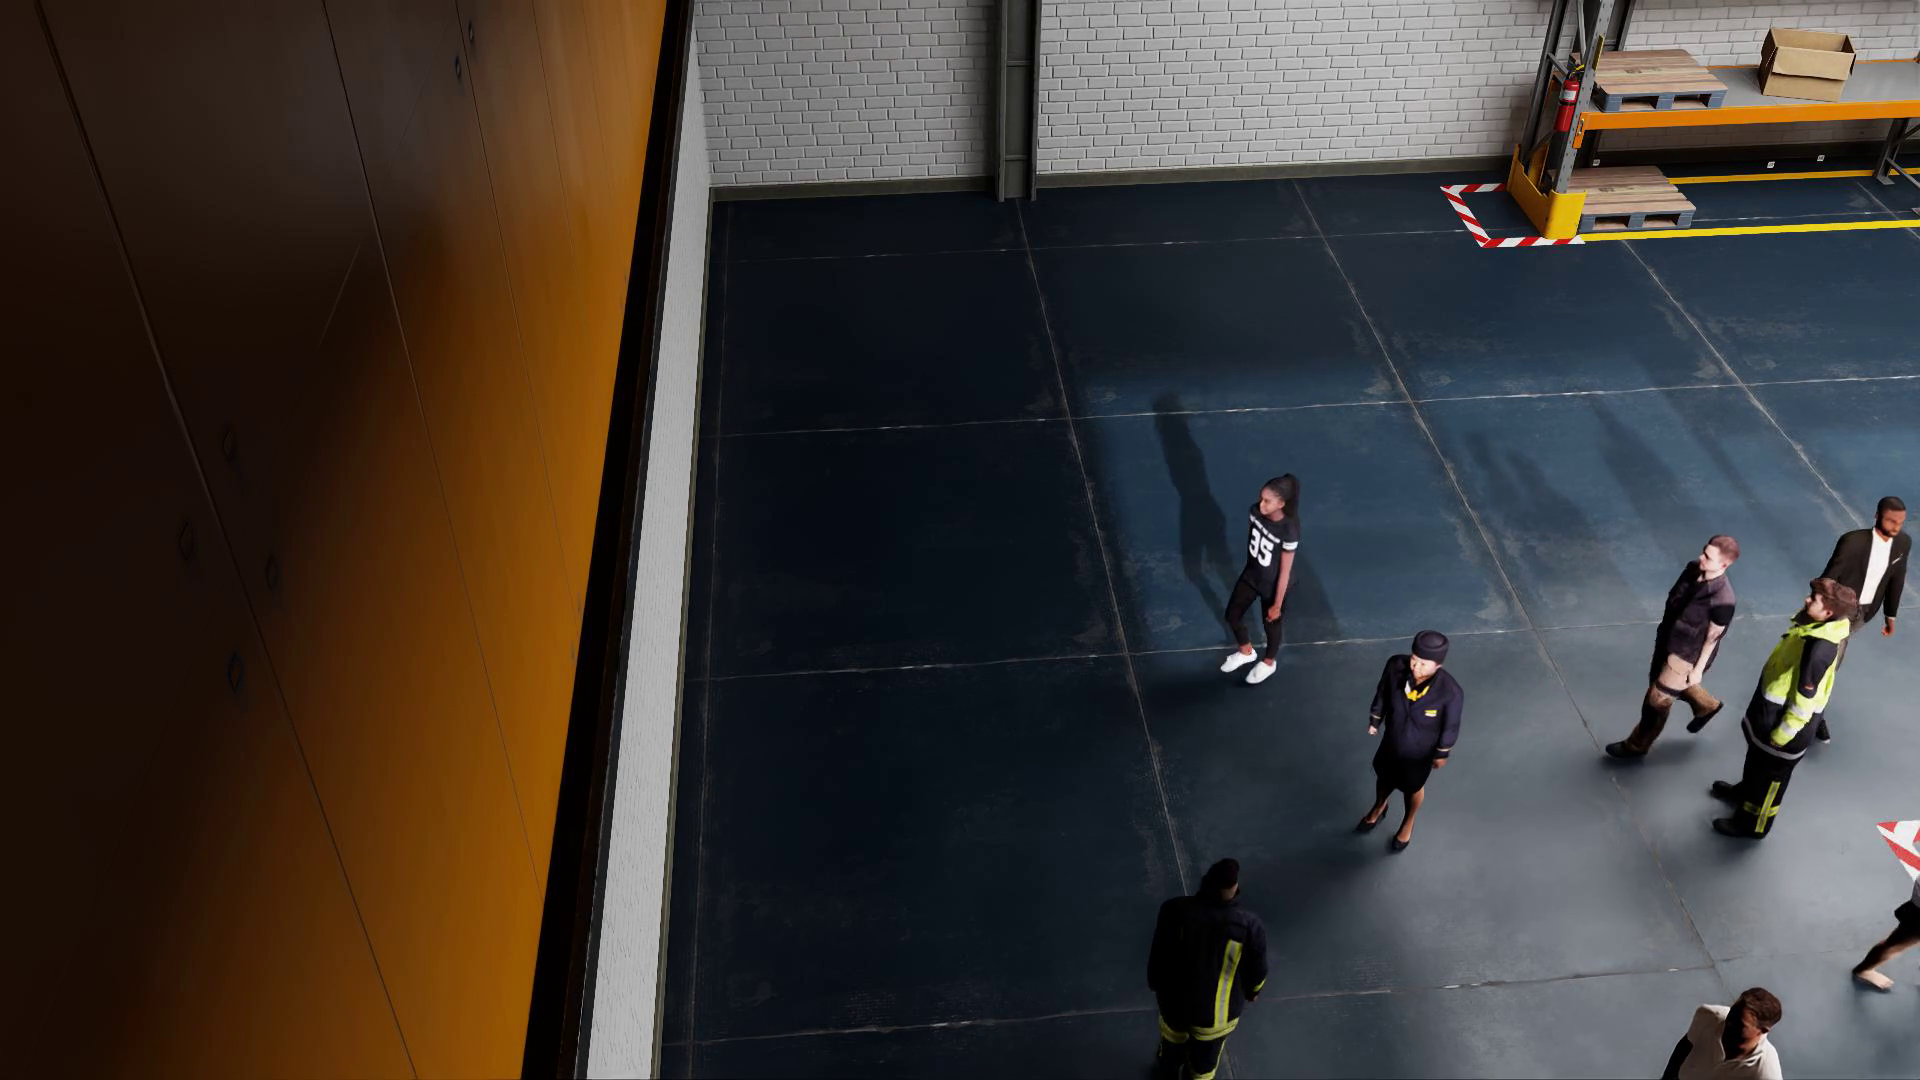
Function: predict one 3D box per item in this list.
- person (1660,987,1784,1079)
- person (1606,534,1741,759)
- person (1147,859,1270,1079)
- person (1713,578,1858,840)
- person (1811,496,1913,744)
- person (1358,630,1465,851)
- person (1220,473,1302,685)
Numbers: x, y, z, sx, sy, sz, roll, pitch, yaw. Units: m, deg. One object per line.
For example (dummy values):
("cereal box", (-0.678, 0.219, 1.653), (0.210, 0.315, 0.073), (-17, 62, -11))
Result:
("person", (3.626, 2.751, 8.042), (0.667, 1.856, 0.718), (-13, 40, -15))
("person", (4.731, 0.695, 10.648), (1.014, 1.817, 0.705), (-2, 39, -2))
("person", (1.226, 2.329, 8.571), (0.810, 1.854, 0.943), (11, 40, 14))
("person", (5.038, 1.024, 10.103), (0.844, 1.983, 0.868), (16, 41, 19))
("person", (5.839, 0.397, 11.050), (0.865, 1.780, 0.794), (-7, 39, -9))
("person", (2.747, 1.213, 10.116), (0.805, 1.671, 0.857), (29, 47, 32))
("person", (2.149, 0.264, 11.266), (0.790, 1.719, 0.754), (-25, 45, -28))
